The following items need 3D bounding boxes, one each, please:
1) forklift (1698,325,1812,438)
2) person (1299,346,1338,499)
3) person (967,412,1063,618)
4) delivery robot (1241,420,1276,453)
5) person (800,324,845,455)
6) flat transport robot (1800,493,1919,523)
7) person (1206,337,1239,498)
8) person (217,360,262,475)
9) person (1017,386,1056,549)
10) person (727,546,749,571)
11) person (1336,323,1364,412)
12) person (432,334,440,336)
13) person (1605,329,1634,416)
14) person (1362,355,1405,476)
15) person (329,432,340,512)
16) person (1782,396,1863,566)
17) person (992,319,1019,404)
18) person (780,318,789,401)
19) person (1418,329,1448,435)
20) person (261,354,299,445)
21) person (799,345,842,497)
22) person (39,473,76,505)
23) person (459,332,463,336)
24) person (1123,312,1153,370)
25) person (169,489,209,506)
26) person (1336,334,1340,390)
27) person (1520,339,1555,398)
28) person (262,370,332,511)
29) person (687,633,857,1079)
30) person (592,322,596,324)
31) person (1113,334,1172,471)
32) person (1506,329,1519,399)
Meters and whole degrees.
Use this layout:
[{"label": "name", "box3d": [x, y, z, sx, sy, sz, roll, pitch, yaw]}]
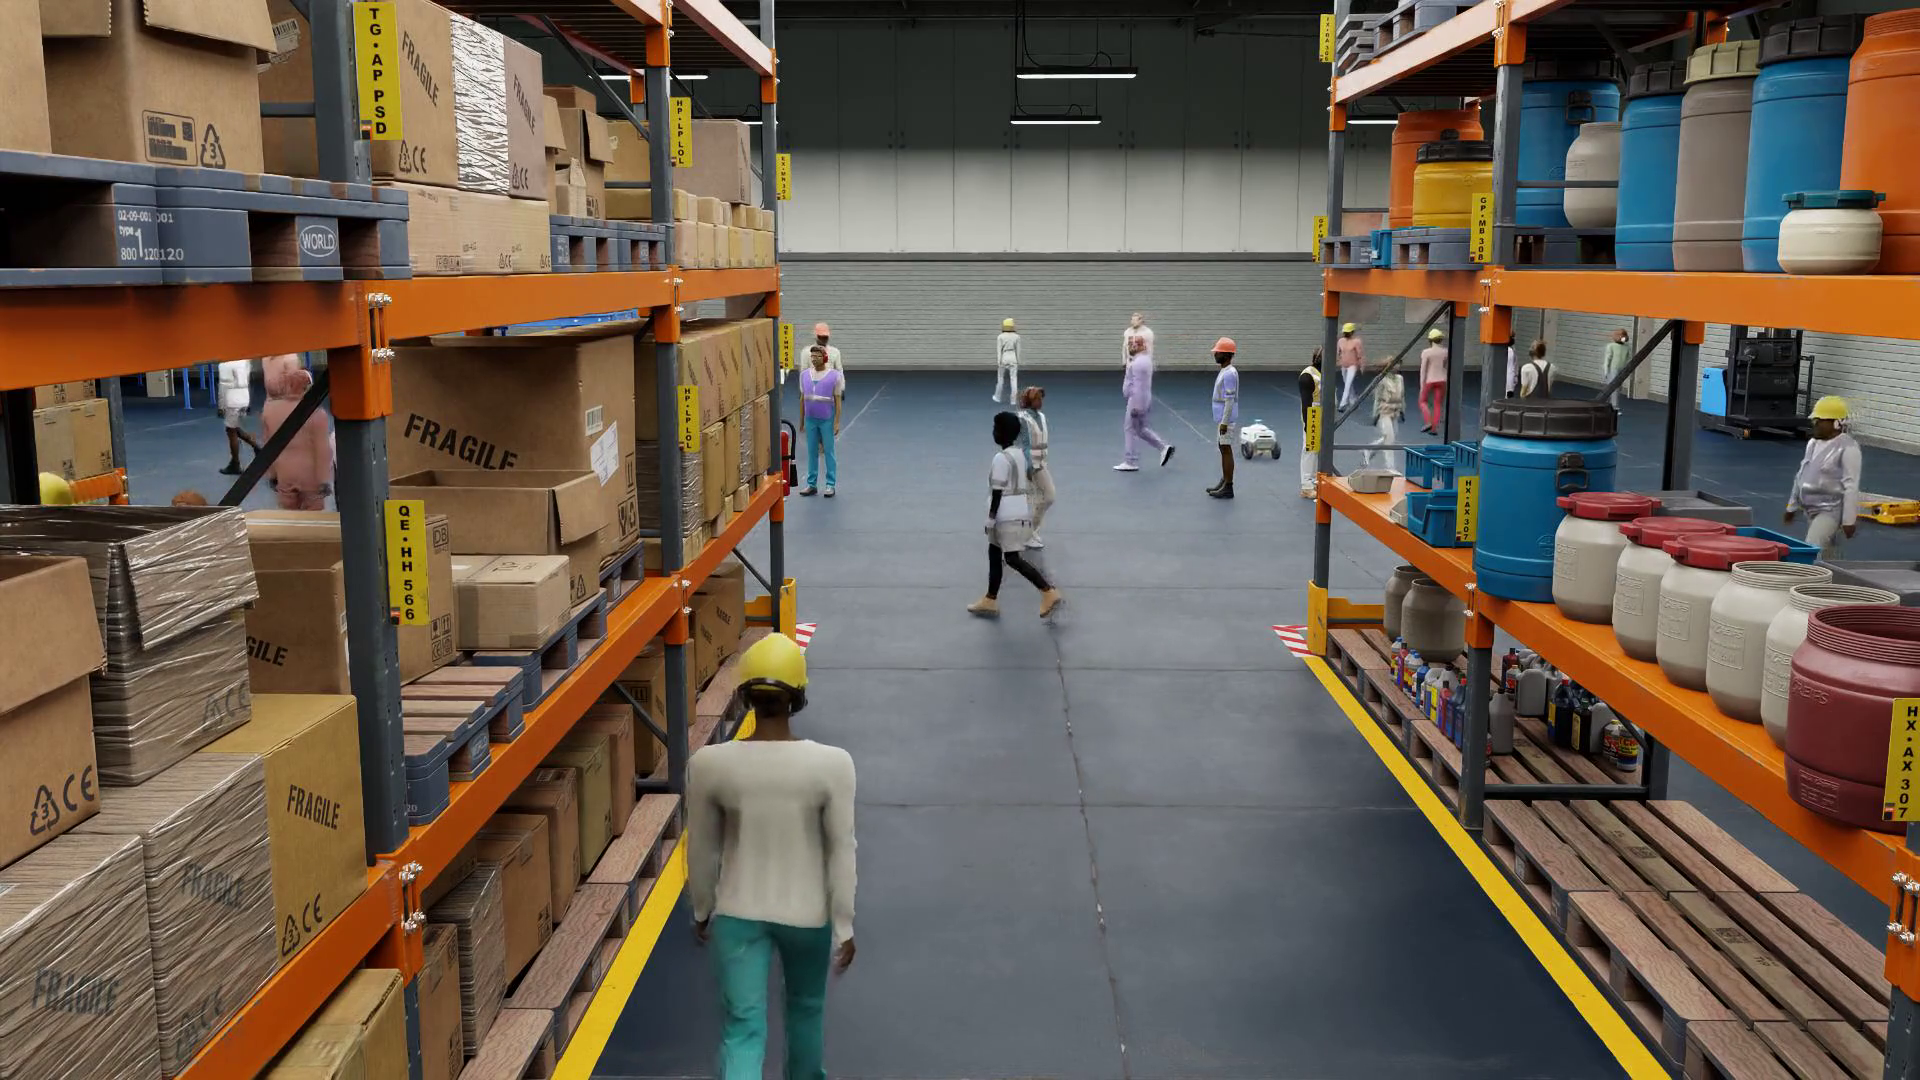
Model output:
[{"label": "forklift", "box3d": [13.248, -3.165, 27.620, 1.129, 2.768, 1.873, 0, 9, 1]}, {"label": "person", "box3d": [4.381, -1.442, 20.296, 0.429, 1.838, 0.621, 8, 12, 39]}, {"label": "person", "box3d": [0.453, -0.195, 13.330, 0.792, 1.671, 0.527, 2, 10, 14]}, {"label": "delivery robot", "box3d": [4.388, -1.525, 24.470, 0.477, 0.478, 0.707, -1, 10, -7]}, {"label": "person", "box3d": [-2.039, -2.255, 24.868, 0.641, 1.934, 1.057, -4, 10, -24]}, {"label": "flat transport robot", "box3d": [10.228, -0.395, 18.826, 0.652, 0.197, 1.431, -3, 10, -19]}, {"label": "person", "box3d": [3.215, -1.497, 20.310, 0.354, 1.942, 0.545, 1, 9, 3]}, {"label": "person", "box3d": [-9.764, -1.848, 22.523, 0.539, 1.907, 0.572, 1, 10, 5]}, {"label": "person", "box3d": [0.744, -0.724, 16.629, 0.380, 1.626, 0.517, 7, 12, 35]}, {"label": "person", "box3d": [-2.157, -0.564, 15.048, 0.521, 1.841, 0.855, 6, 11, 32]}, {"label": "person", "box3d": [7.457, -3.317, 31.920, 0.568, 1.700, 0.946, 9, 13, 44]}, {"label": "person", "box3d": [-9.119, -2.896, 29.033, 0.492, 1.833, 0.841, 1, 10, 8]}, {"label": "person", "box3d": [12.295, -3.104, 30.894, 0.521, 1.607, 0.676, -2, 10, -11]}, {"label": "person", "box3d": [5.747, -1.698, 22.520, 0.540, 1.615, 0.684, -7, 12, -36]}, {"label": "person", "box3d": [-4.560, -0.215, 12.775, 0.604, 1.896, 0.697, 2, 10, 10]}, {"label": "person", "box3d": [6.716, -0.231, 13.153, 0.789, 1.805, 0.597, 0, 9, 1]}, {"label": "person", "box3d": [0.936, -3.624, 33.762, 0.510, 1.710, 0.799, -3, 10, -20]}, {"label": "person", "box3d": [-3.364, -3.165, 30.357, 0.573, 1.921, 0.569, 1, 10, 7]}, {"label": "person", "box3d": [7.865, -2.628, 27.645, 0.538, 1.748, 0.430, -2, 10, -12]}, {"label": "person", "box3d": [-9.648, -2.001, 23.505, 0.665, 1.880, 0.748, 4, 10, 22]}, {"label": "person", "box3d": [-1.710, -1.468, 20.421, 0.567, 1.846, 0.389, 4, 10, 22]}, {"label": "person", "box3d": [-4.105, 0.644, 7.613, 0.602, 1.904, 0.685, 2, 10, 11]}, {"label": "person", "box3d": [-11.970, -4.868, 40.672, 0.973, 1.875, 0.614, 9, 13, 43]}, {"label": "person", "box3d": [3.497, -3.510, 32.554, 0.649, 1.886, 0.715, 7, 12, 37]}, {"label": "person", "box3d": [-4.209, 0.531, 9.146, 0.508, 1.610, 0.582, 1, 10, 5]}, {"label": "person", "box3d": [8.383, -4.234, 37.560, 0.577, 1.687, 0.573, 5, 11, 27]}, {"label": "person", "box3d": [7.635, -1.746, 22.113, 0.511, 1.830, 0.388, -2, 10, -12]}, {"label": "person", "box3d": [-5.988, -0.591, 15.046, 0.655, 1.884, 0.517, 1, 10, 9]}, {"label": "person", "box3d": [-0.586, 1.144, 5.150, 0.536, 1.722, 0.897, 0, 9, 1]}, {"label": "person", "box3d": [-5.783, -2.469, 26.229, 0.656, 1.901, 0.935, 8, 13, 41]}, {"label": "person", "box3d": [2.515, -1.886, 22.836, 0.701, 1.880, 0.644, 3, 10, 17]}, {"label": "person", "box3d": [8.364, -2.335, 25.626, 0.430, 1.844, 0.624, -1, 10, -9]}]
